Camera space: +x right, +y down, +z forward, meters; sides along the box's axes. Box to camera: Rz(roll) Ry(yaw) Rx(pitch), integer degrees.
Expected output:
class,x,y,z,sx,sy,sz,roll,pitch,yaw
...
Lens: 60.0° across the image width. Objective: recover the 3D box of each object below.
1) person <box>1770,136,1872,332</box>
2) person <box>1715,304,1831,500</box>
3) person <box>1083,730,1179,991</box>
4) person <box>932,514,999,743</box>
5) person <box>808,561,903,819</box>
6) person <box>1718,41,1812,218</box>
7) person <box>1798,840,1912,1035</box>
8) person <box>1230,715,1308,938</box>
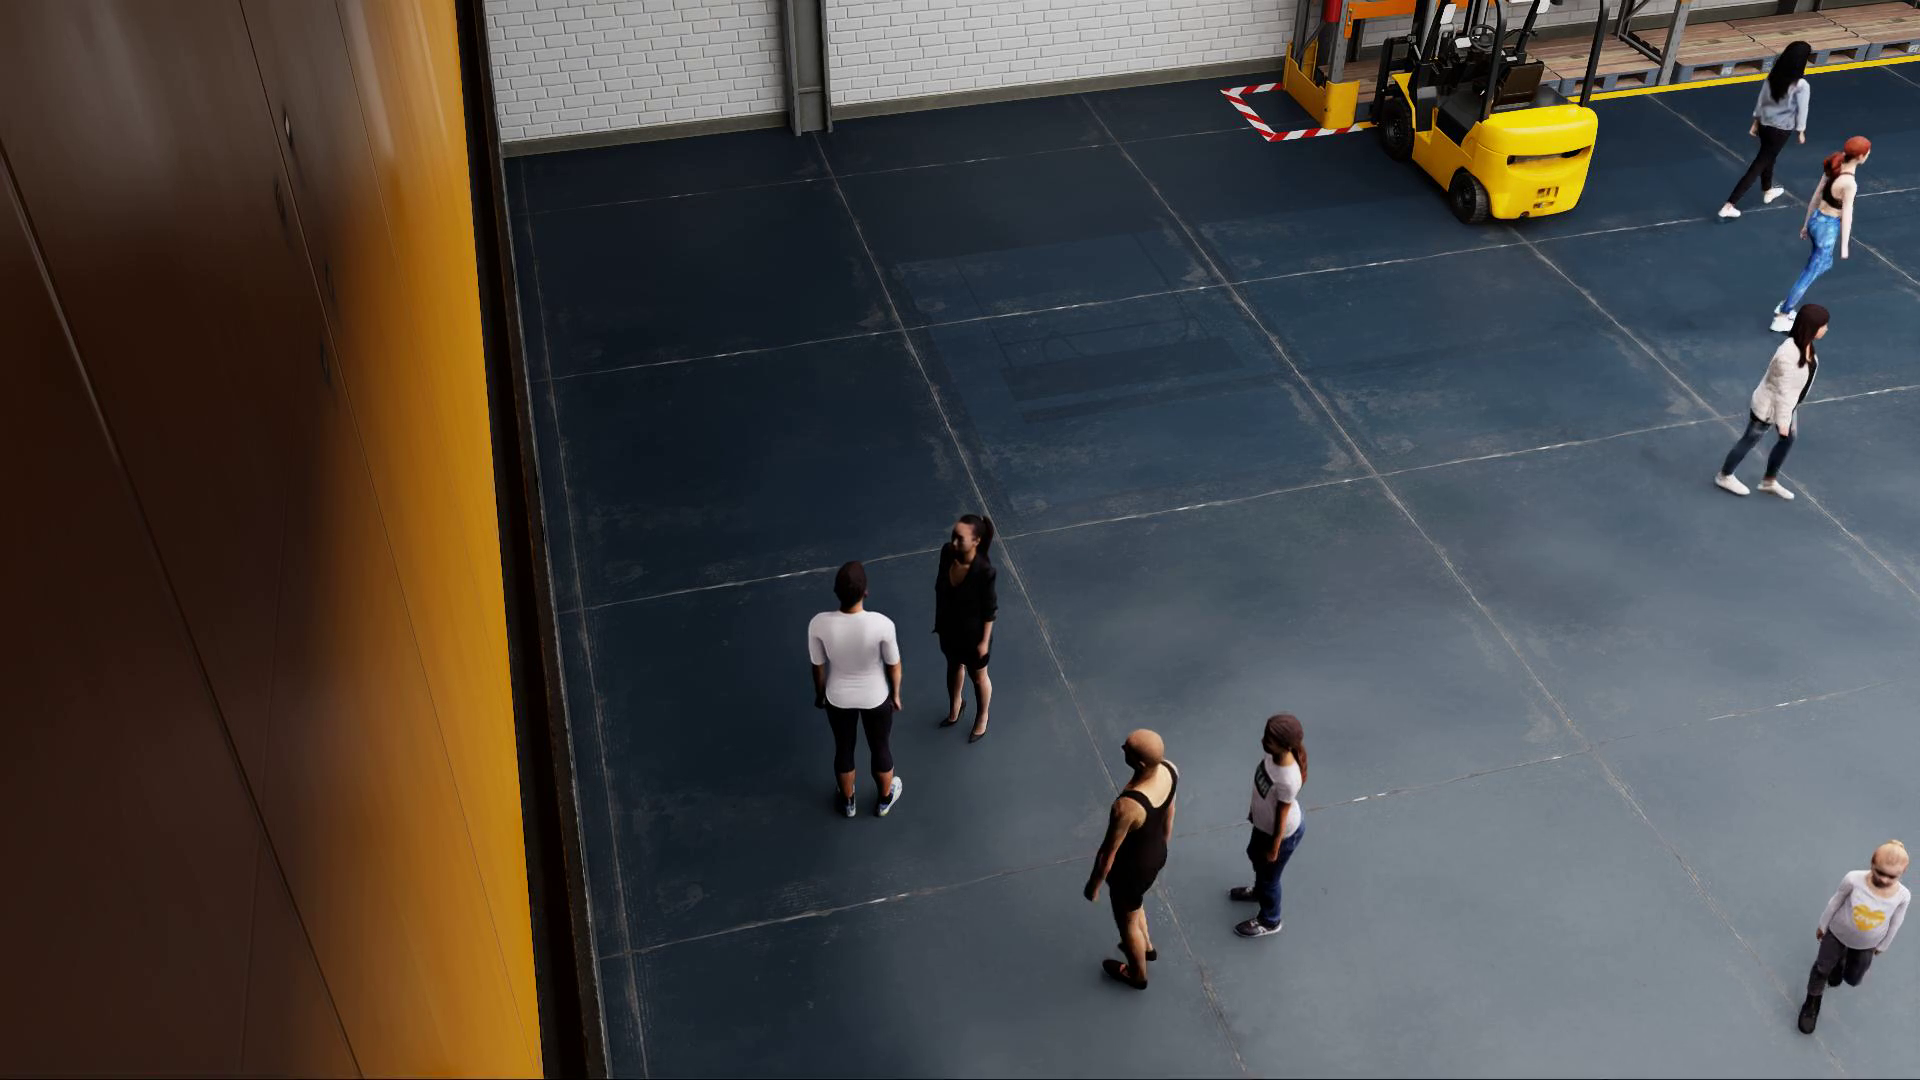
class,x,y,z,sx,sy,sz,roll,pitch,yaw
person,7.042,-2.499,13.776,0.706,1.775,0.642,1,39,1
person,5.820,-1.011,12.040,0.887,1.617,0.847,30,48,32
person,0.980,1.695,8.503,0.832,1.802,0.765,21,43,24
person,0.038,0.534,10.040,0.684,1.697,0.713,28,46,31
person,-0.585,0.877,9.488,0.626,1.851,0.788,2,39,3
person,7.494,-3.752,15.432,1.168,1.666,0.763,-18,42,-21
person,4.602,1.992,8.560,0.737,1.268,0.794,19,43,23
person,1.695,1.512,8.926,0.567,1.561,0.561,-4,39,-5
